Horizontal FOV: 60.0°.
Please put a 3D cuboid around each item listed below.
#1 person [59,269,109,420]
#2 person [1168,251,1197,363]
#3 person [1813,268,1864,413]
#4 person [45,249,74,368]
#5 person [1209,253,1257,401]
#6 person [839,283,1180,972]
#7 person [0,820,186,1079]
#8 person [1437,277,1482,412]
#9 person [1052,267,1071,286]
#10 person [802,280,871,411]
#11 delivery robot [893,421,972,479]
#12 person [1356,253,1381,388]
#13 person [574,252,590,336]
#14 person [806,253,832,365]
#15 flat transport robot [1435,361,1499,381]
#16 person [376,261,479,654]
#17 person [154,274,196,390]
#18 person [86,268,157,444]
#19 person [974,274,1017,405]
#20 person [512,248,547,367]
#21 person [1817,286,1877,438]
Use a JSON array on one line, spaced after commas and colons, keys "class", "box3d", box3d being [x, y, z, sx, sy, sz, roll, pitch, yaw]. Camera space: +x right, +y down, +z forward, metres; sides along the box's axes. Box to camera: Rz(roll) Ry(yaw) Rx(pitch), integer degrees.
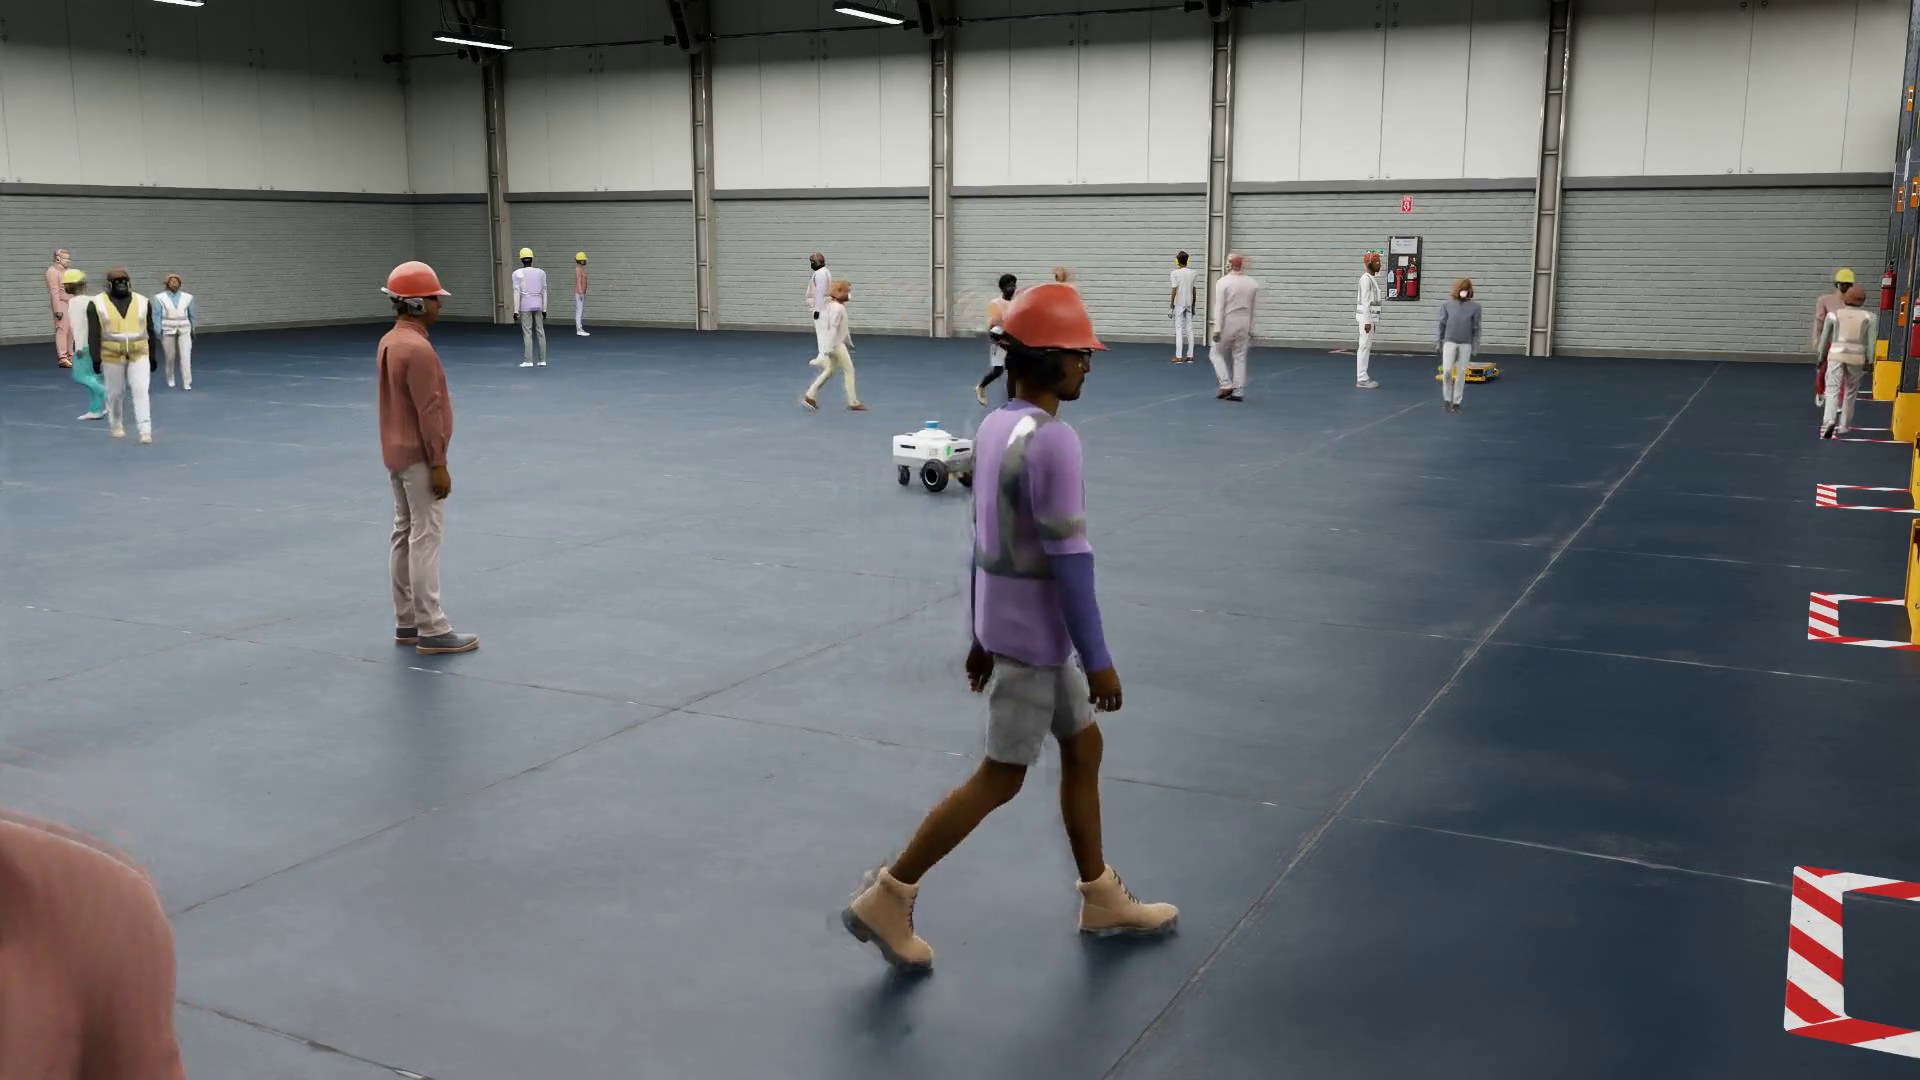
[{"class": "person", "box3d": [-10.041, -2.238, 19.135, 0.510, 1.744, 0.566, -2, 11, -9]}, {"class": "person", "box3d": [3.717, -3.889, 27.826, 0.520, 1.864, 0.333, -5, 11, -23]}, {"class": "person", "box3d": [10.669, -2.439, 20.246, 0.525, 1.739, 0.743, 5, 11, 23]}, {"class": "person", "box3d": [-14.450, -3.735, 26.872, 0.410, 1.907, 0.642, -1, 10, -7]}, {"class": "person", "box3d": [3.488, -2.732, 21.428, 0.679, 1.890, 0.462, -6, 12, -29]}, {"class": "person", "box3d": [0.140, 0.261, 4.835, 1.031, 2.008, 0.604, -2, 11, -11]}, {"class": "person", "box3d": [-1.007, 0.945, 1.477, 0.662, 1.849, 1.009, -5, 11, -25]}, {"class": "person", "box3d": [5.998, -2.335, 19.978, 0.511, 1.616, 0.477, 2, 11, 10]}, {"class": "person", "box3d": [1.689, -3.714, 27.548, 0.522, 1.606, 0.782, -10, 15, -44]}, {"class": "person", "box3d": [-1.537, -2.360, 20.224, 0.813, 1.595, 0.503, 0, 10, -3]}, {"class": "delivery robot", "box3d": [-0.239, -0.765, 14.104, 0.707, 0.478, 0.477, 10, 14, 42]}, {"class": "person", "box3d": [5.752, -3.084, 23.385, 0.356, 1.883, 0.574, 3, 11, 18]}, {"class": "person", "box3d": [-8.057, -5.235, 35.424, 0.316, 1.769, 0.523, -1, 10, -7]}, {"class": "person", "box3d": [-2.329, -3.817, 27.508, 0.429, 1.838, 0.622, 1, 10, 3]}, {"class": "flat transport robot", "box3d": [7.513, -2.500, 24.596, 0.652, 0.197, 1.431, 5, 12, 27]}, {"class": "person", "box3d": [-2.767, -0.419, 8.537, 0.383, 1.996, 0.609, -8, 13, -36]}, {"class": "person", "box3d": [-10.906, -2.897, 23.119, 0.523, 1.609, 0.781, -6, 12, -31]}, {"class": "person", "box3d": [-8.683, -1.917, 17.251, 0.640, 1.810, 0.910, -7, 12, -33]}, {"class": "person", "box3d": [0.482, -2.388, 20.157, 0.535, 1.678, 0.641, -10, 14, -42]}, {"class": "person", "box3d": [-6.966, -3.753, 26.924, 0.588, 1.922, 0.383, -9, 14, -40]}, {"class": "person", "box3d": [9.356, -1.881, 17.569, 0.531, 1.606, 0.803, 6, 12, 29]}]
